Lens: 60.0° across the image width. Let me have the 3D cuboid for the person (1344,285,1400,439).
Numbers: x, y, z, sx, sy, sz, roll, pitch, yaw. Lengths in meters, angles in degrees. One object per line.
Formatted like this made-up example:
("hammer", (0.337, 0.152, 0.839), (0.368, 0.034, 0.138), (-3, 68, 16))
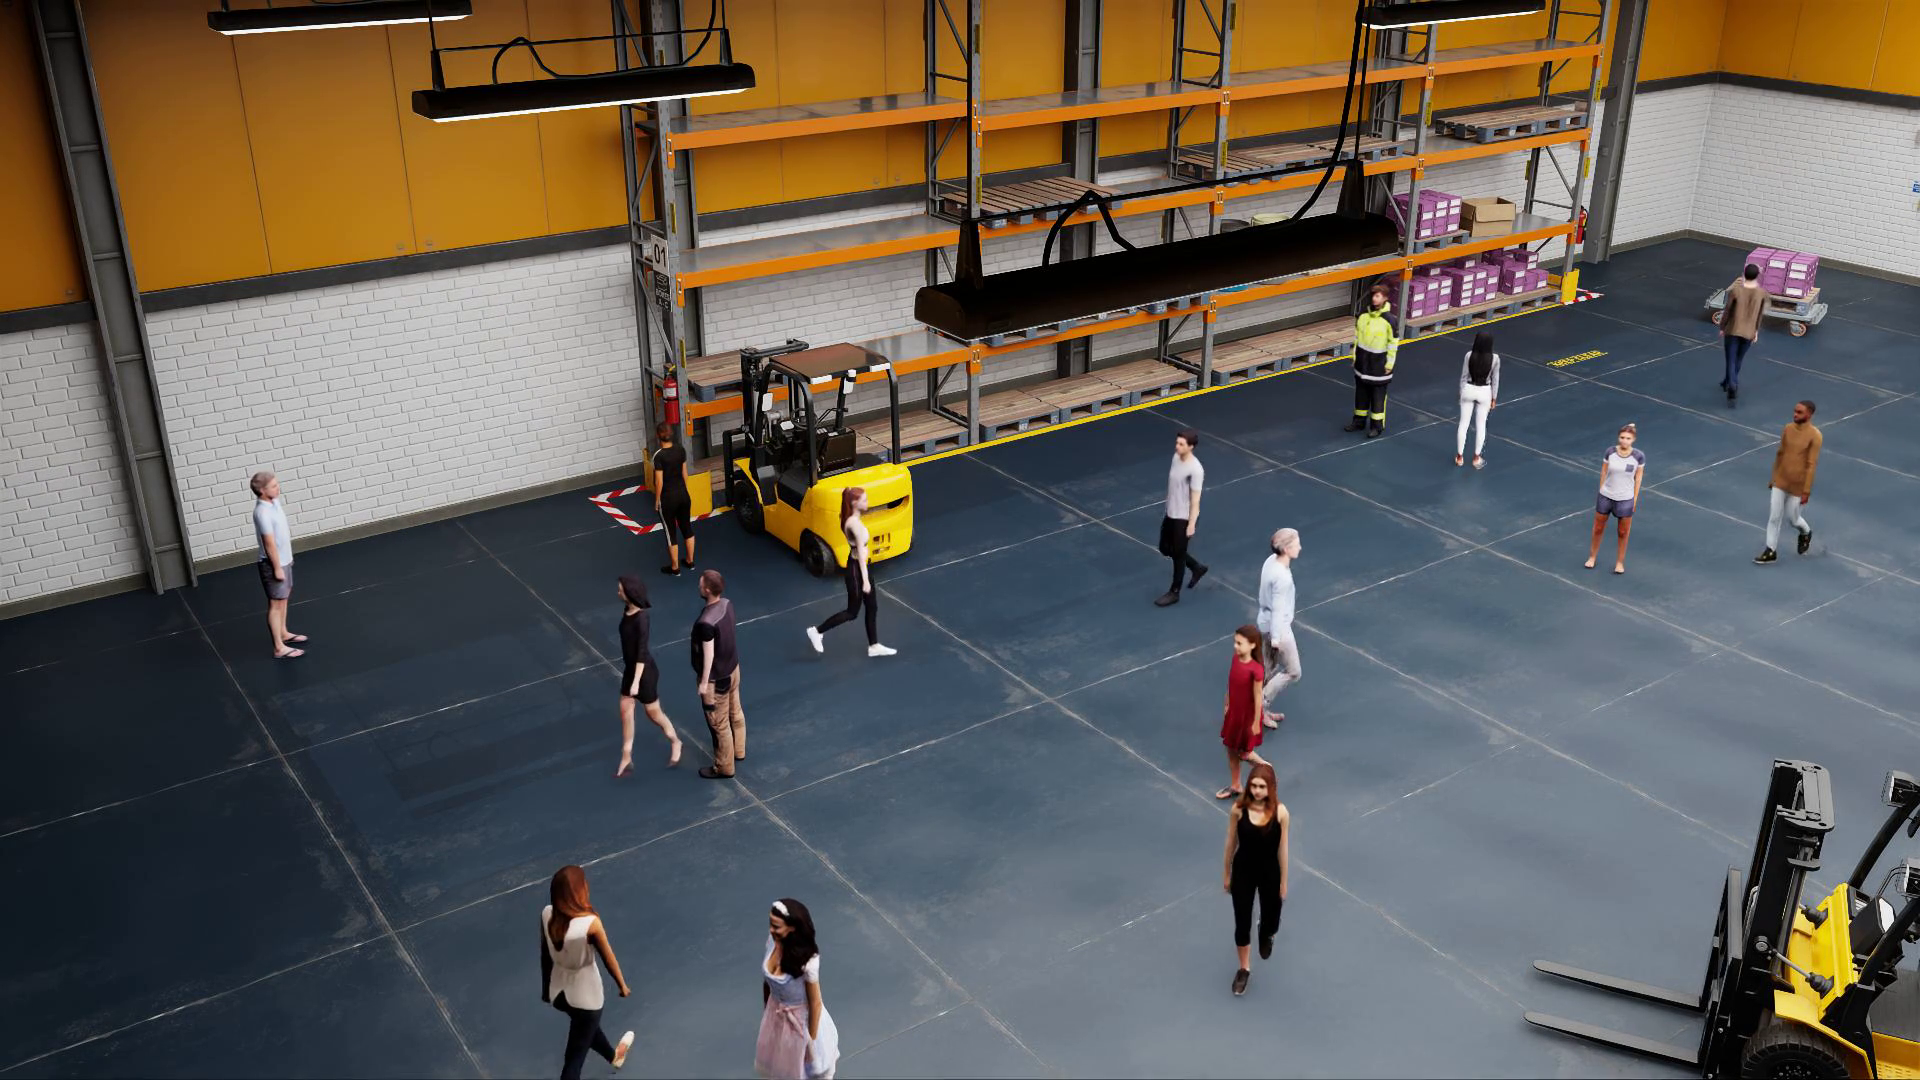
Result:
("person", (5.300, -2.303, 21.246), (0.664, 1.982, 0.786), (-20, 30, -37))

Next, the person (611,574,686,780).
("person", (-2.548, 1.135, 13.651), (0.895, 1.766, 0.682), (-13, 27, -27))

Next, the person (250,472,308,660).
("person", (-6.473, 0.210, 15.689), (0.695, 1.829, 0.709), (-4, 24, -9))

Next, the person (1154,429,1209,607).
("person", (2.288, -0.242, 16.691), (0.962, 1.854, 0.802), (-9, 25, -20))

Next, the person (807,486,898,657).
("person", (-1.041, 0.339, 15.528), (1.150, 1.720, 0.965), (-2, 24, -4))

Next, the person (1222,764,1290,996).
("person", (2.017, 2.231, 11.209), (0.824, 1.714, 0.908), (7, 25, 16))

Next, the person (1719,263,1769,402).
("person", (10.553, -2.772, 22.479), (1.160, 1.854, 1.202), (3, 24, 8))

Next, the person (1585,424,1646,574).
("person", (6.893, -0.447, 17.451), (0.639, 1.620, 0.652), (12, 26, 26))

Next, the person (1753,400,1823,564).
("person", (8.856, -0.608, 17.590), (0.971, 1.805, 0.717), (-12, 26, -25))

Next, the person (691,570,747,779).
("person", (-1.979, 1.079, 13.684), (0.834, 1.841, 0.755), (6, 24, 13))

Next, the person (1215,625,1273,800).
("person", (2.341, 1.377, 13.381), (0.771, 1.539, 0.577), (-13, 27, -27))

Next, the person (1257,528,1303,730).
("person", (2.633, 0.770, 14.347), (0.865, 1.877, 0.816), (0, 24, 1))

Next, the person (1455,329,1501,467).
("person", (6.286, -1.729, 20.254), (0.776, 1.725, 0.838), (8, 25, 19))

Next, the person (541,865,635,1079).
("person", (-2.334, 2.779, 9.917), (0.958, 1.744, 1.167), (11, 26, 24))

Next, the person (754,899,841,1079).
("person", (-0.959, 2.848, 9.672), (0.755, 1.815, 0.781), (21, 31, 39))

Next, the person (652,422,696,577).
("person", (-2.999, -0.446, 17.389), (0.676, 1.668, 0.500), (20, 31, 39))
